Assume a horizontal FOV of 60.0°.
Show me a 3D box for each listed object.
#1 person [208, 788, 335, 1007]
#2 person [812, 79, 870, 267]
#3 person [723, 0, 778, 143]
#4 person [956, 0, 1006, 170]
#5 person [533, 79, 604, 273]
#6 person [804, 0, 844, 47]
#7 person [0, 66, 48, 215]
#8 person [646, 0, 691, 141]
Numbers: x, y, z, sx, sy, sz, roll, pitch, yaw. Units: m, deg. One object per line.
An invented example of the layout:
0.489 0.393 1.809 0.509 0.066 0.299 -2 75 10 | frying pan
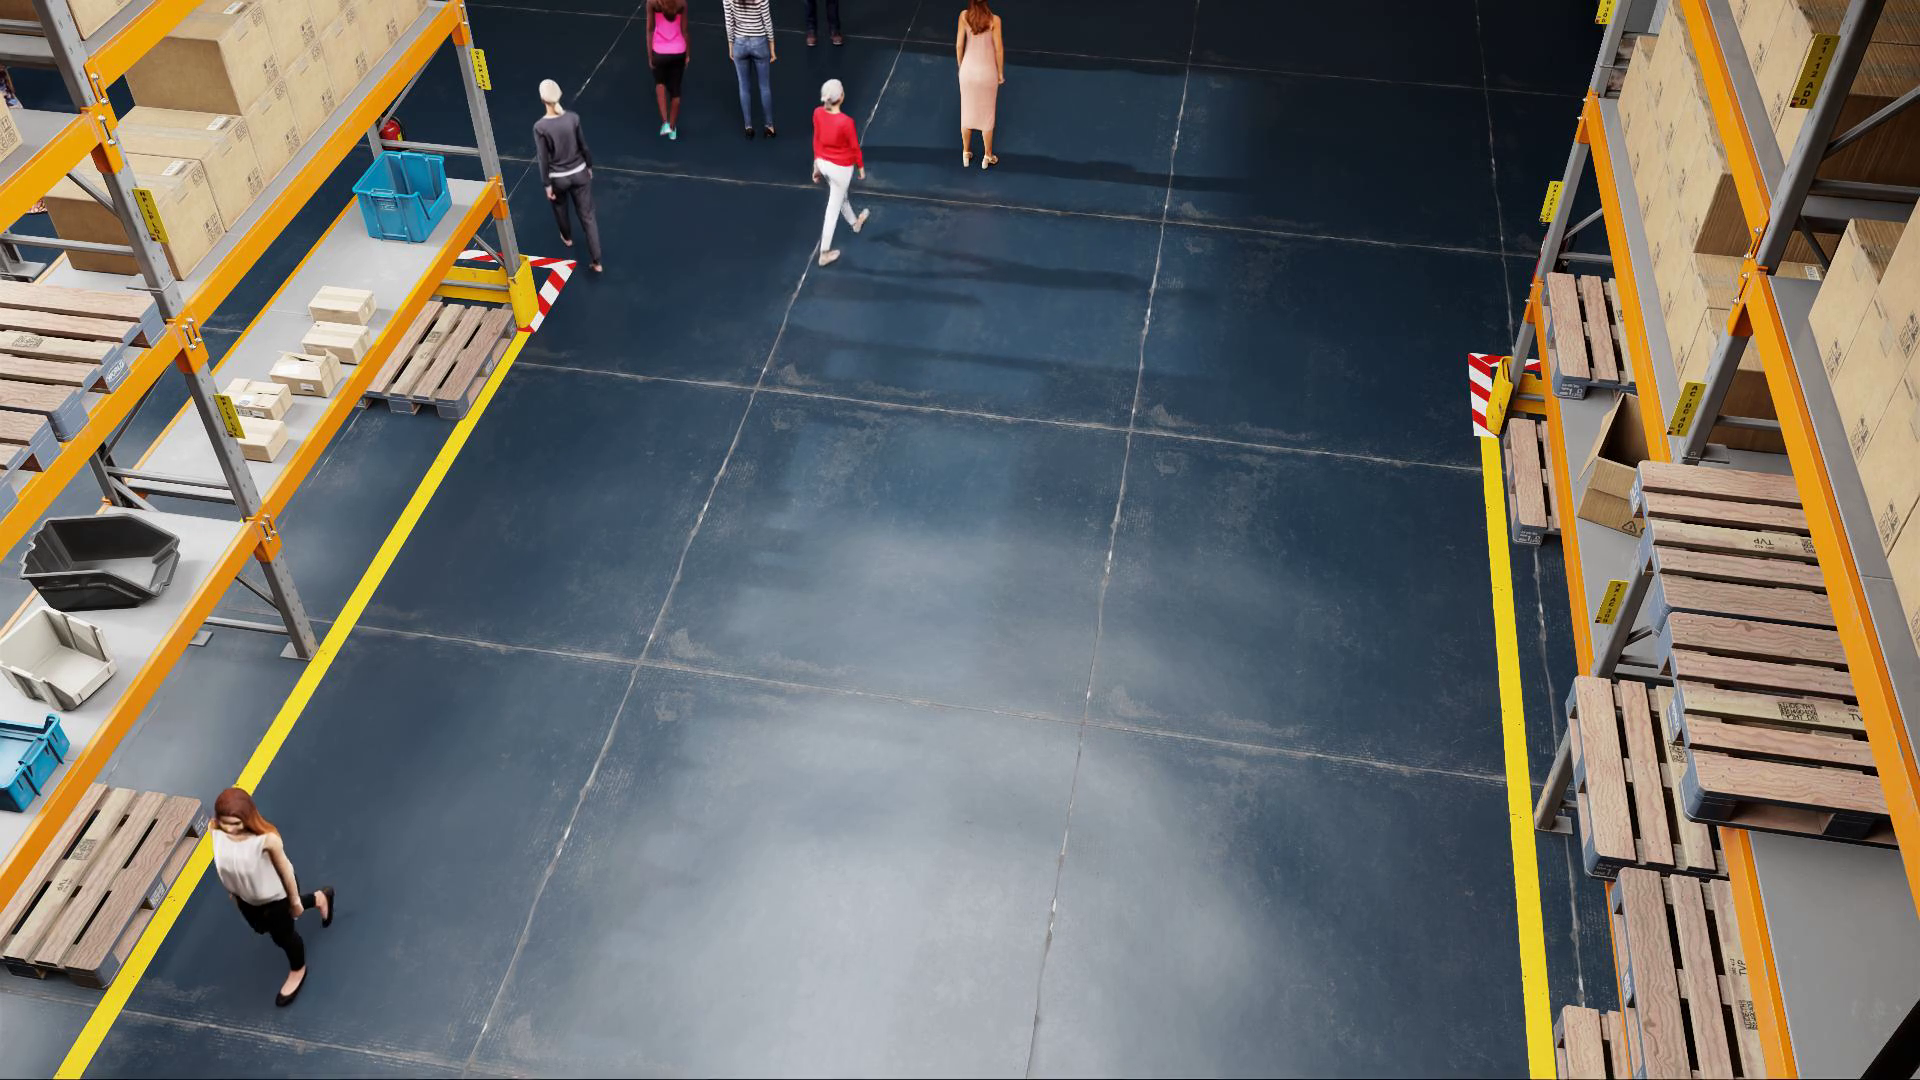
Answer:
-3.672 1.800 8.906 0.700 1.700 0.912 15 46 15 | person
-1.096 -3.064 14.039 0.850 1.662 1.112 24 49 23 | person
-1.949 -4.562 15.515 0.608 1.795 0.519 3 44 3 | person
0.171 -4.242 15.152 0.621 1.832 0.550 14 45 14 | person
-3.270 -3.028 13.984 1.010 1.687 1.192 -17 46 -18 | person
-1.448 -5.952 16.940 0.838 1.842 0.807 -8 44 -8 | person
-8.379 -3.690 14.644 0.668 1.734 0.491 3 44 3 | person
-2.692 -4.484 15.502 0.682 1.701 0.759 -9 44 -9 | person
